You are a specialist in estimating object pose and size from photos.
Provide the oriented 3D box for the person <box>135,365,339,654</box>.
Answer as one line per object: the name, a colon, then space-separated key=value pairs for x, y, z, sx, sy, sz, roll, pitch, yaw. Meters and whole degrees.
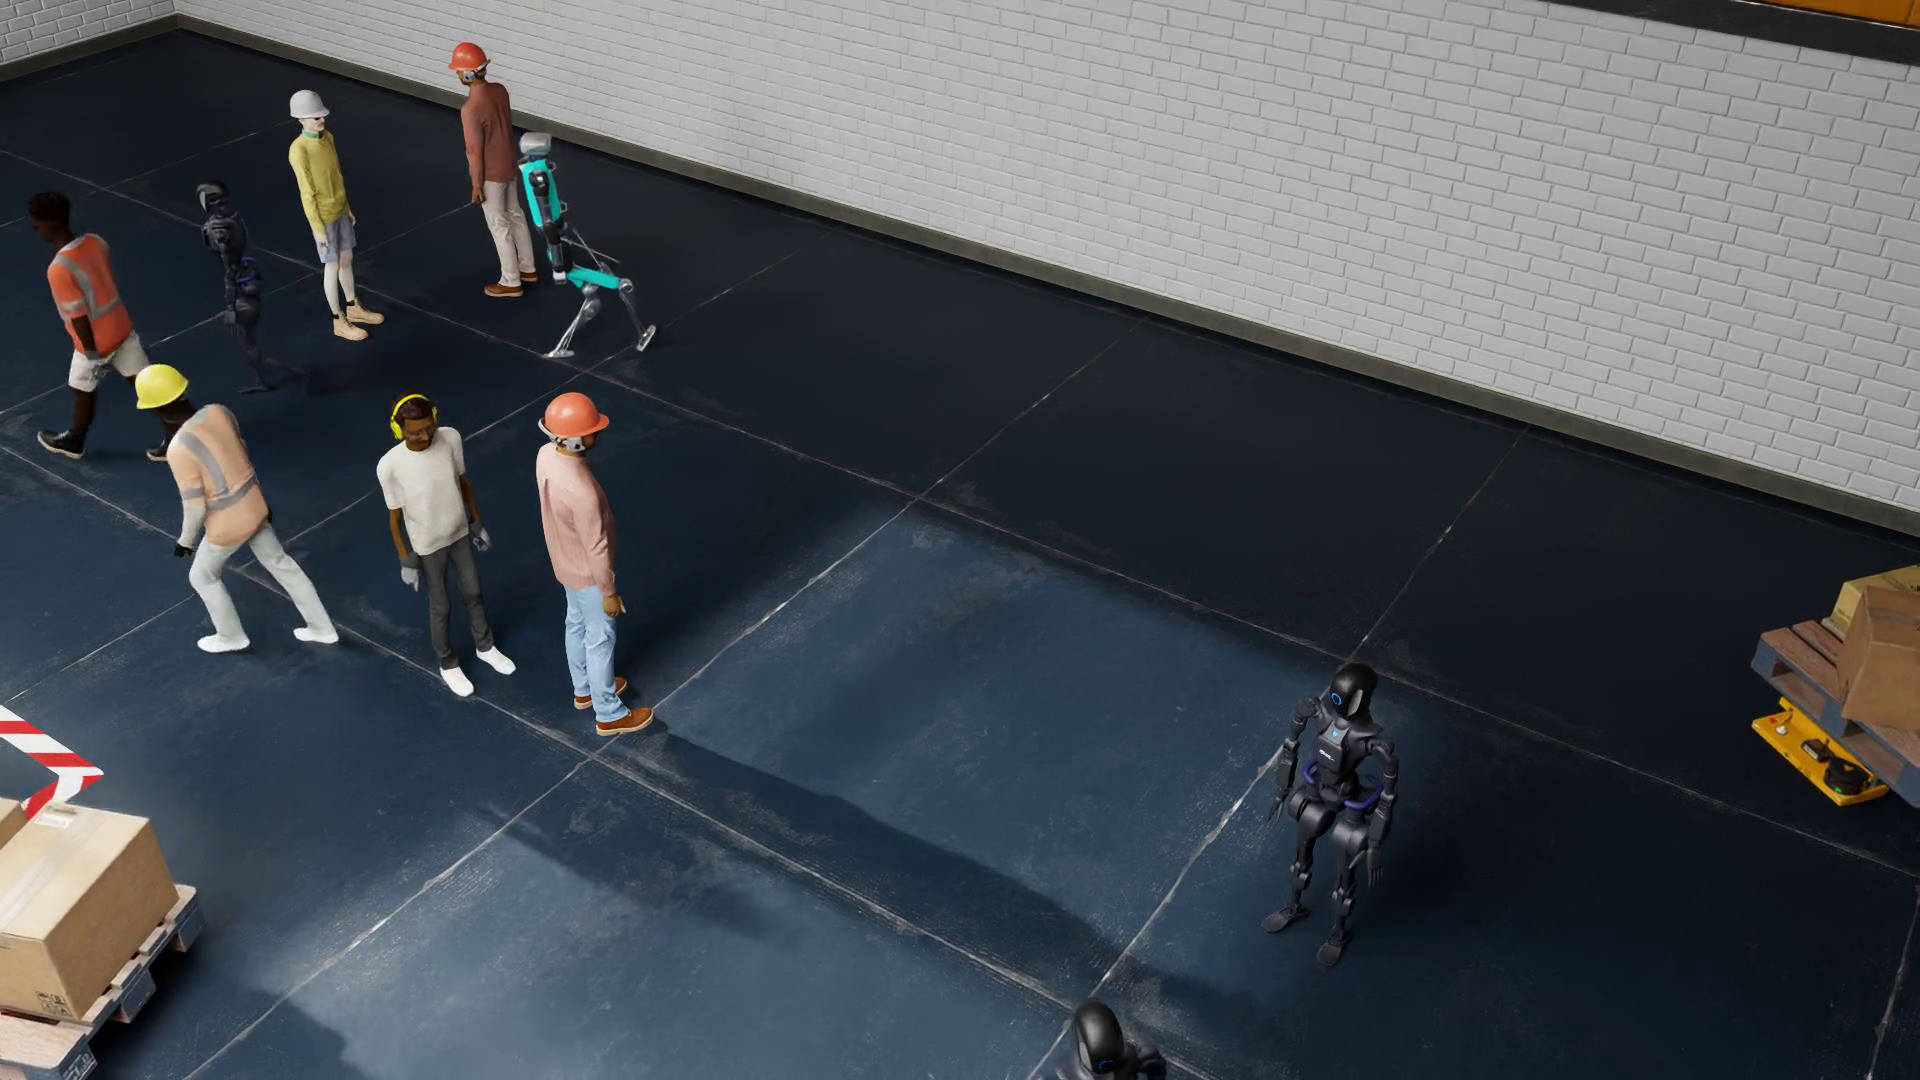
person: x=-4.002 y=-0.111 z=9.038 sx=0.873 sy=1.854 sz=0.600 roll=4 pitch=35 yaw=5

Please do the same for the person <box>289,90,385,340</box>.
person: x=-4.661 y=-2.403 z=12.285 sx=0.378 sy=1.890 sz=0.485 roll=7 pitch=36 yaw=10

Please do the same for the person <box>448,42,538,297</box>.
person: x=-3.621 y=-2.856 z=12.854 sx=0.406 sy=1.986 sz=0.614 roll=7 pitch=36 yaw=10

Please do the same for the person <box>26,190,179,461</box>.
person: x=-5.668 y=-1.352 z=10.757 sx=1.039 sy=1.906 sz=0.604 roll=5 pitch=35 yaw=7

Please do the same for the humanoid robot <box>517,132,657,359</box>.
humanoid robot: x=-2.623 y=-2.127 z=12.031 sx=0.957 sy=1.761 sz=0.539 roll=-10 pitch=36 yaw=-14

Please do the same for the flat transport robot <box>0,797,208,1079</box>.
flat transport robot: x=-4.113 y=2.027 z=7.367 sx=0.659 sy=0.231 sz=1.431 roll=7 pitch=36 yaw=11

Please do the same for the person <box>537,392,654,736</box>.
person: x=-1.909 y=0.123 z=8.585 sx=0.395 sy=1.992 sz=0.620 roll=-21 pitch=40 yaw=-27

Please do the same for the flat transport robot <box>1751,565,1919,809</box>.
flat transport robot: x=5.035 y=0.991 z=8.848 sx=1.431 sy=0.231 sz=0.659 roll=-11 pitch=37 yaw=-16

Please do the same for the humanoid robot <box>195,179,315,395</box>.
humanoid robot: x=-4.909 y=-1.740 z=11.526 sx=0.579 sy=1.637 sz=0.600 roll=-10 pitch=36 yaw=-14

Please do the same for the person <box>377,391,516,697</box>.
person: x=-2.750 y=0.016 z=8.862 sx=0.338 sy=1.855 sz=0.523 roll=26 pitch=43 yaw=32

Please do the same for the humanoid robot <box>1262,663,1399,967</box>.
humanoid robot: x=1.645 y=1.200 z=7.308 sx=0.315 sy=1.657 sz=0.599 roll=-30 pitch=45 yaw=-35

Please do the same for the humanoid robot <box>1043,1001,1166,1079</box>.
humanoid robot: x=0.475 y=2.175 z=5.934 sx=0.611 sy=1.646 sz=0.438 roll=-13 pitch=37 yaw=-18
